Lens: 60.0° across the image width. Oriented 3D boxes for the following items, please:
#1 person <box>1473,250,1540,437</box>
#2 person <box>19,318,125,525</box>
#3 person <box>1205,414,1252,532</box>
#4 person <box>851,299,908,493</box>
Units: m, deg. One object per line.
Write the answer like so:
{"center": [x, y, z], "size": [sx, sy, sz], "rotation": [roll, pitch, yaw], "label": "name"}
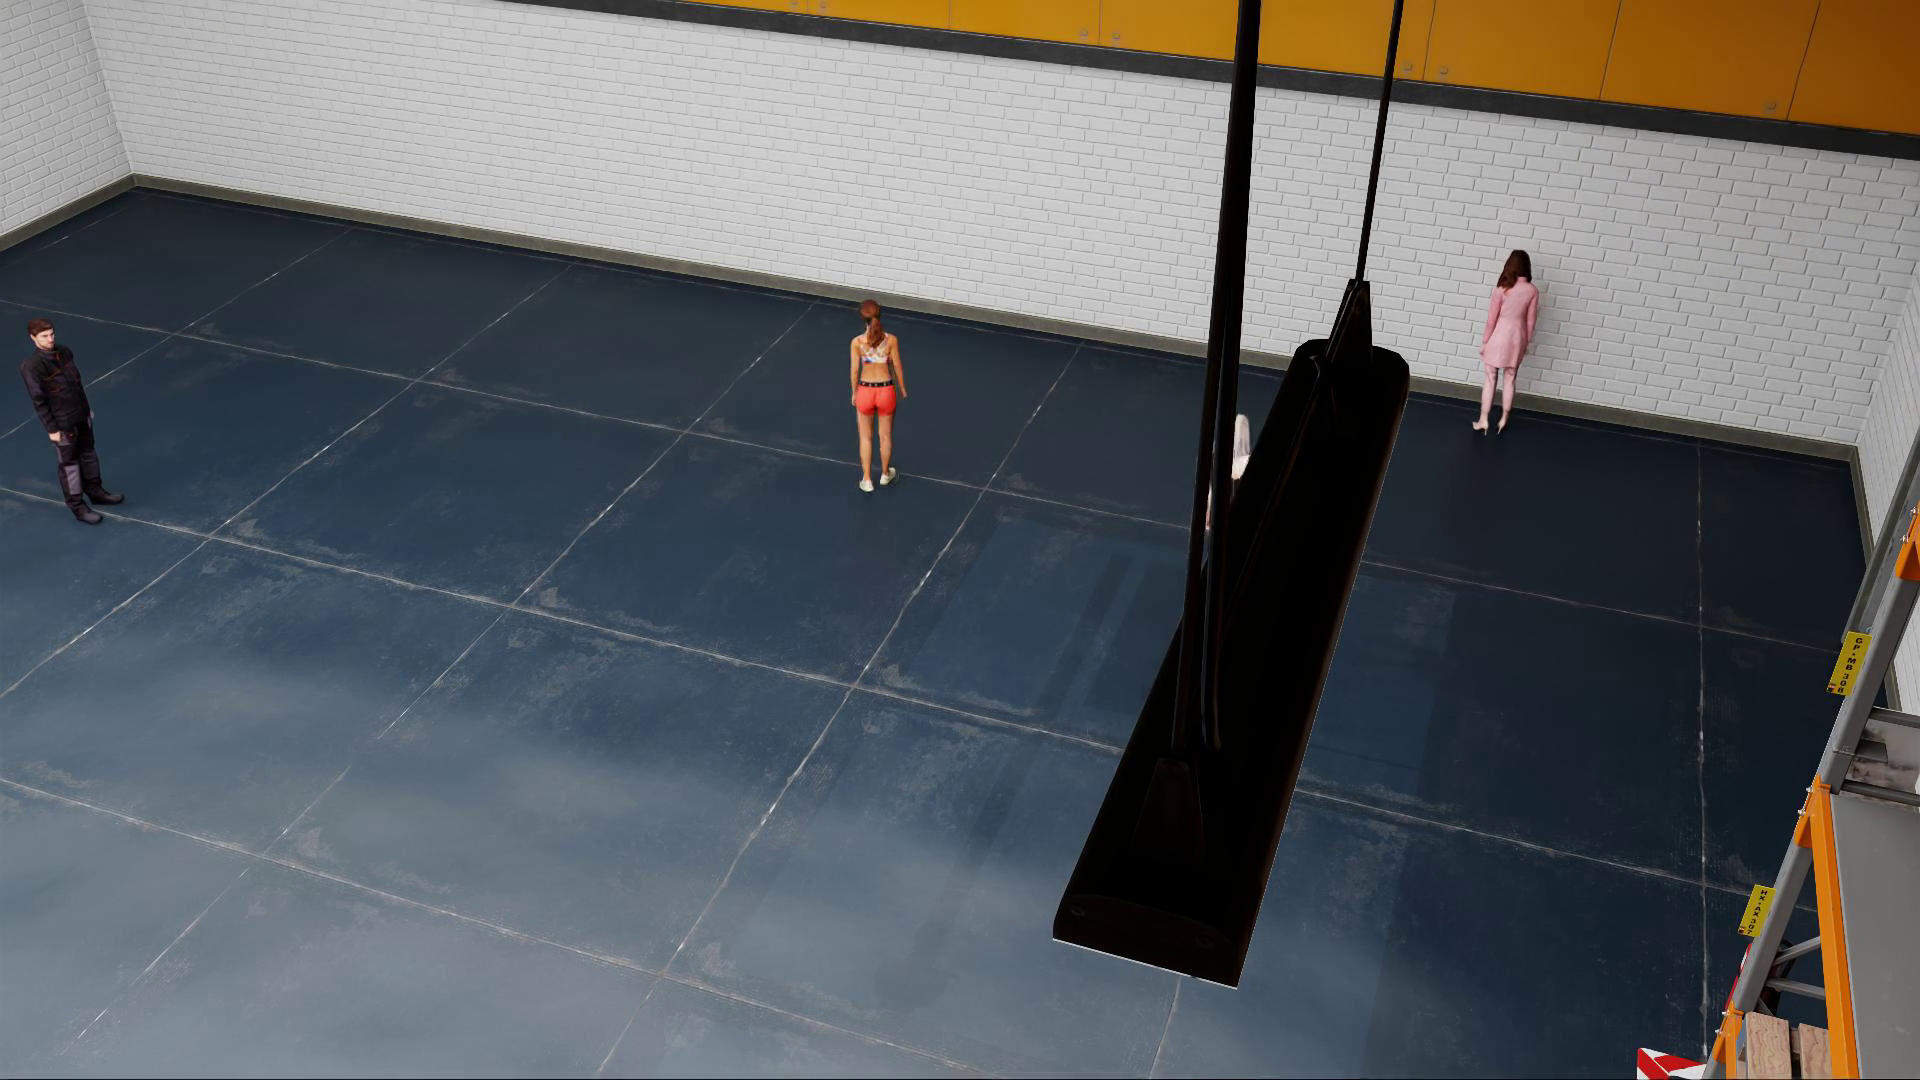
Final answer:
{"center": [5.000, -1.796, 15.252], "size": [0.688, 1.801, 0.650], "rotation": [-1, 34, -1], "label": "person"}
{"center": [-7.571, -1.034, 14.070], "size": [0.819, 1.840, 0.573], "rotation": [5, 34, 8], "label": "person"}
{"center": [2.046, -0.087, 12.681], "size": [0.805, 1.801, 1.165], "rotation": [22, 40, 30], "label": "person"}
{"center": [-0.736, -1.242, 14.431], "size": [0.763, 1.787, 0.819], "rotation": [2, 34, 3], "label": "person"}
